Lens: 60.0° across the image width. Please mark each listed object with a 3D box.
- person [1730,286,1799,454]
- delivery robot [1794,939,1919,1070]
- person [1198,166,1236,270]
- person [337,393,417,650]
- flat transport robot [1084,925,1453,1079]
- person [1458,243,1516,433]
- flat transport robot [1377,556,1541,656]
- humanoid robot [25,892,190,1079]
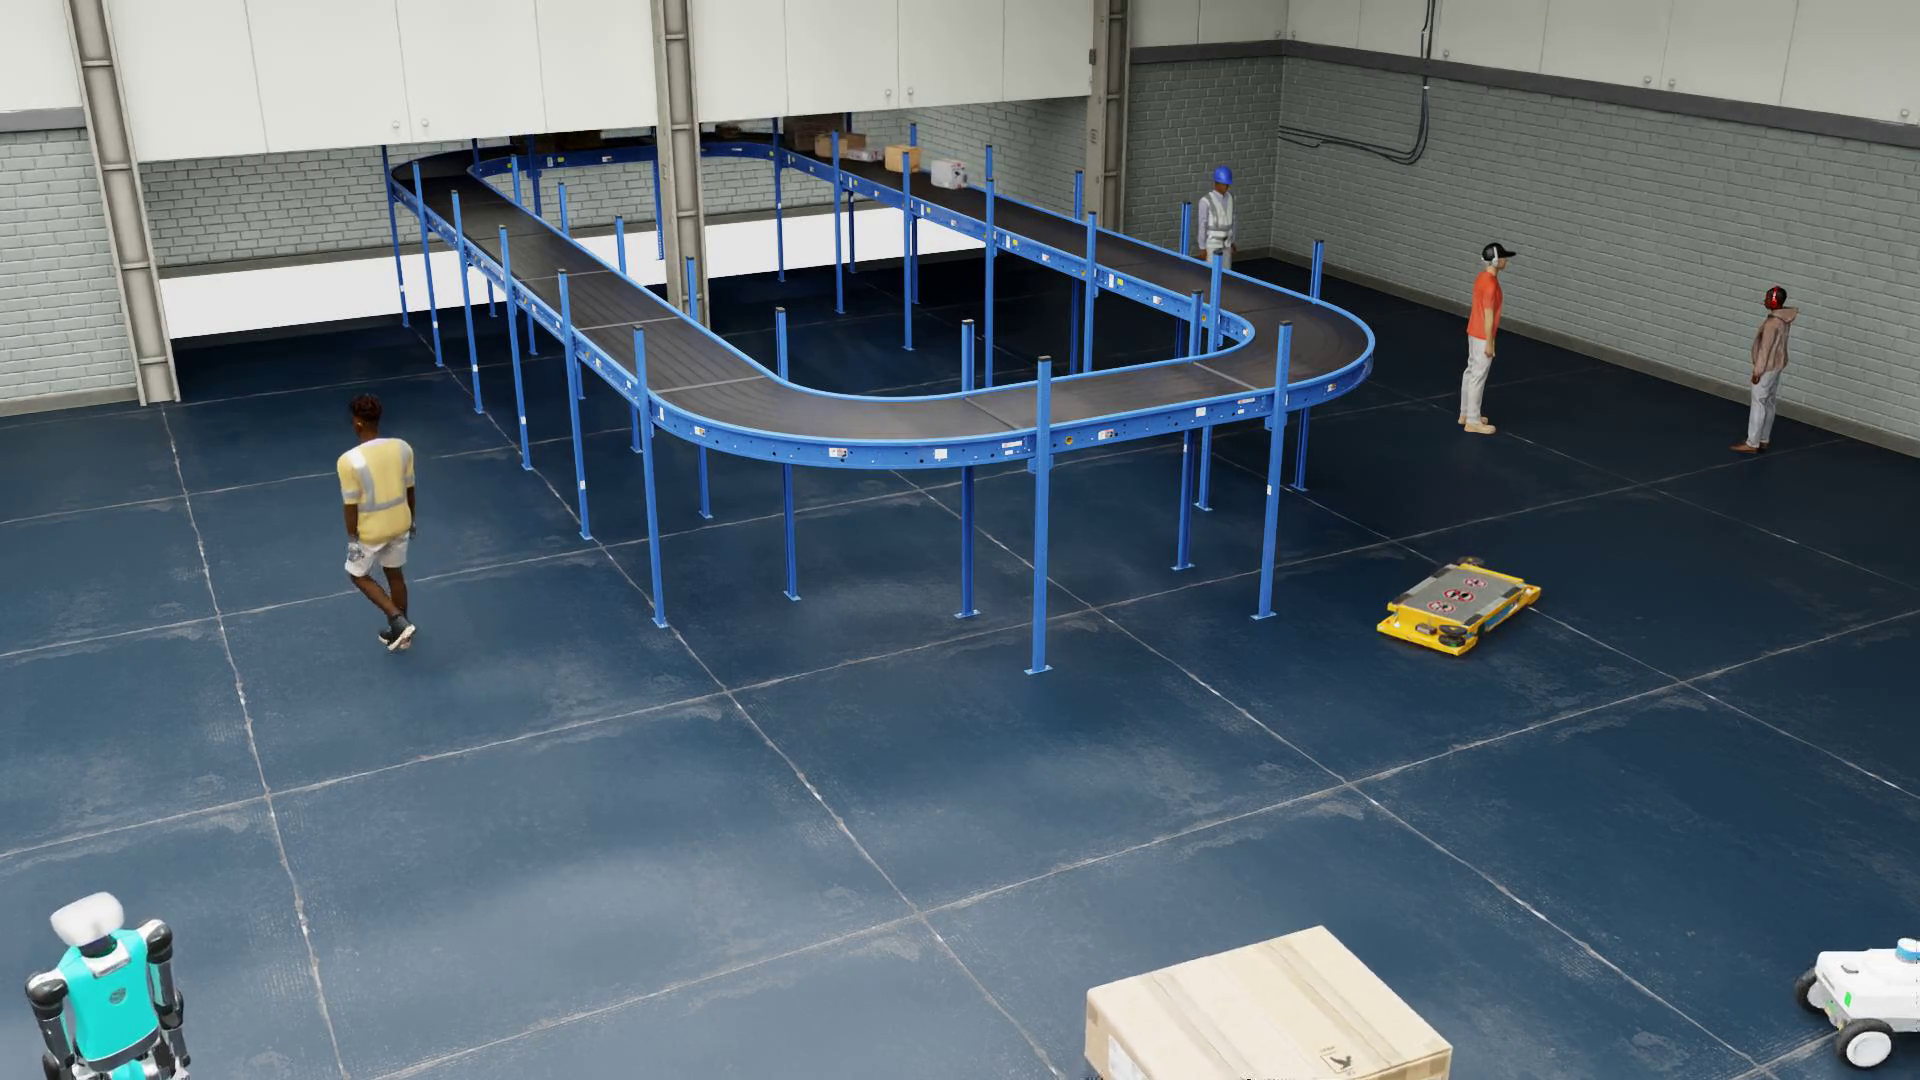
[{"bbox_3d":[7.819,-1.645,16.106,0.326,1.648,0.463,20,29,40],"label":"person"},{"bbox_3d":[4.509,2.212,8.044,0.803,0.608,0.499,0,22,0],"label":"delivery robot"},{"bbox_3d":[3.222,-3.713,20.842,0.616,1.932,0.416,-16,27,-34],"label":"person"},{"bbox_3d":[-4.139,-0.102,11.884,0.466,1.946,0.630,14,26,31],"label":"person"},{"bbox_3d":[1.291,2.641,7.346,0.659,0.231,1.431,-9,24,-21],"label":"flat transport robot"},{"bbox_3d":[5.288,-2.035,16.719,0.380,1.913,0.476,2,22,4],"label":"person"},{"bbox_3d":[3.817,0.493,12.658,0.659,0.231,1.431,18,28,38],"label":"flat transport robot"},{"bbox_3d":[-3.426,2.119,6.674,0.978,1.738,0.538,17,28,36],"label":"humanoid robot"}]
